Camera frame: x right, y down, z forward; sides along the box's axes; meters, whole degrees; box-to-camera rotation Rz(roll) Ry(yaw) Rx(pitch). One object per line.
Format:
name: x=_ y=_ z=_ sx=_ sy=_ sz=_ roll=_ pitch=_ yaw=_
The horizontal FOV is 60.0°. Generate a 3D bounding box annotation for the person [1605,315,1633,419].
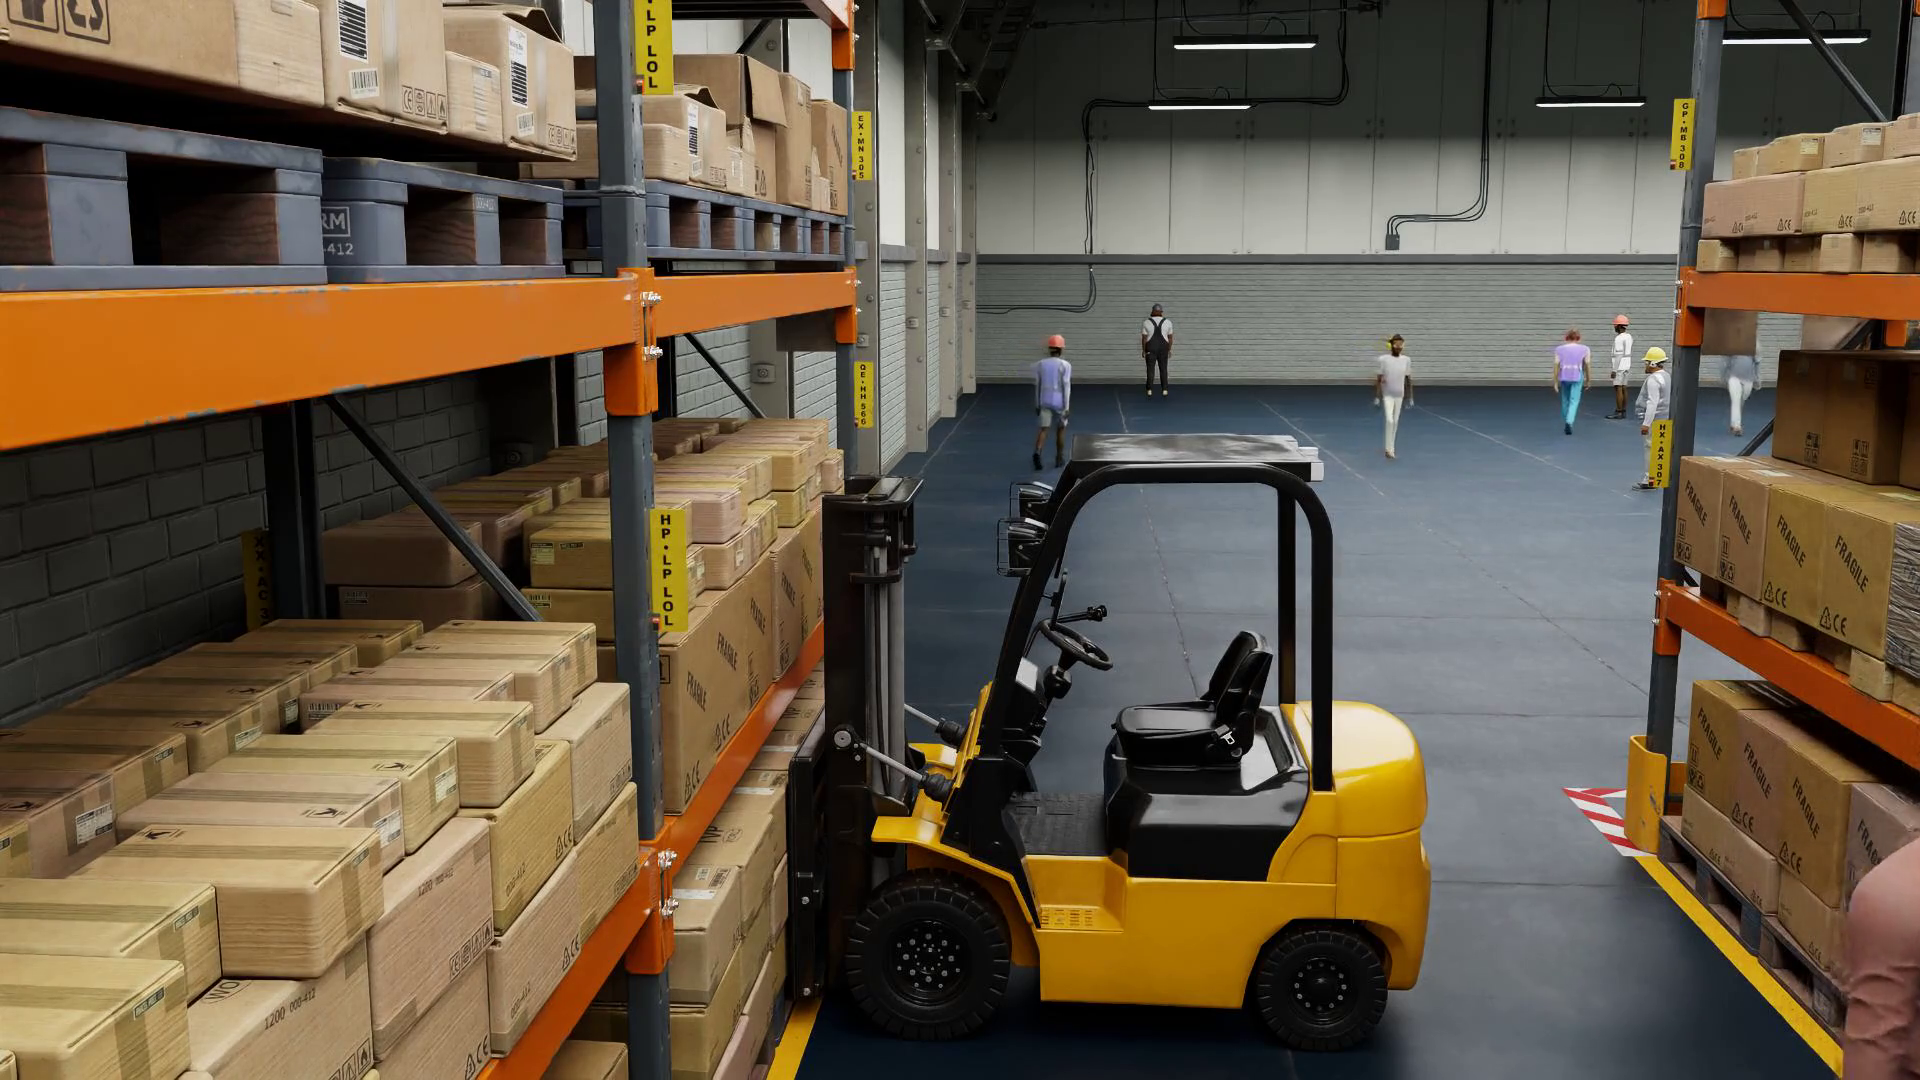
person: x=12.319 y=-3.222 z=31.076 sx=0.362 sy=1.939 sz=0.542 roll=9 pitch=13 yaw=42

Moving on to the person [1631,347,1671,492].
person: x=8.799 y=-1.533 z=21.158 sx=0.404 sy=1.833 sz=0.592 roll=7 pitch=11 yaw=35

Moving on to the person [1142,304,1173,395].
person: x=4.365 y=-4.248 z=36.986 sx=0.684 sy=2.000 sz=0.535 roll=0 pitch=9 yaw=2

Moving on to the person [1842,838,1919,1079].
person: x=2.291 y=1.317 z=3.718 sx=0.664 sy=1.888 sz=0.466 roll=0 pitch=9 yaw=-2

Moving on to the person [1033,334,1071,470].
person: x=1.284 y=-1.927 z=23.327 sx=0.551 sy=1.912 sz=0.823 roll=5 pitch=10 yaw=26

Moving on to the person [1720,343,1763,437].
person: x=13.198 y=-2.702 z=28.145 sx=0.631 sy=1.882 sz=1.071 roll=1 pitch=9 yaw=8

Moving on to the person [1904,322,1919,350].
person: x=17.985 y=-3.261 z=31.225 sx=0.658 sy=1.961 sz=0.632 roll=5 pitch=11 yaw=27

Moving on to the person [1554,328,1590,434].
person: x=10.432 y=-2.719 z=28.411 sx=0.571 sy=1.813 sz=0.860 roll=6 pitch=11 yaw=32

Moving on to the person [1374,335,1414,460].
person: x=6.416 y=-2.081 z=24.424 sx=0.555 sy=1.847 sz=0.767 roll=-1 pitch=9 yaw=-8
